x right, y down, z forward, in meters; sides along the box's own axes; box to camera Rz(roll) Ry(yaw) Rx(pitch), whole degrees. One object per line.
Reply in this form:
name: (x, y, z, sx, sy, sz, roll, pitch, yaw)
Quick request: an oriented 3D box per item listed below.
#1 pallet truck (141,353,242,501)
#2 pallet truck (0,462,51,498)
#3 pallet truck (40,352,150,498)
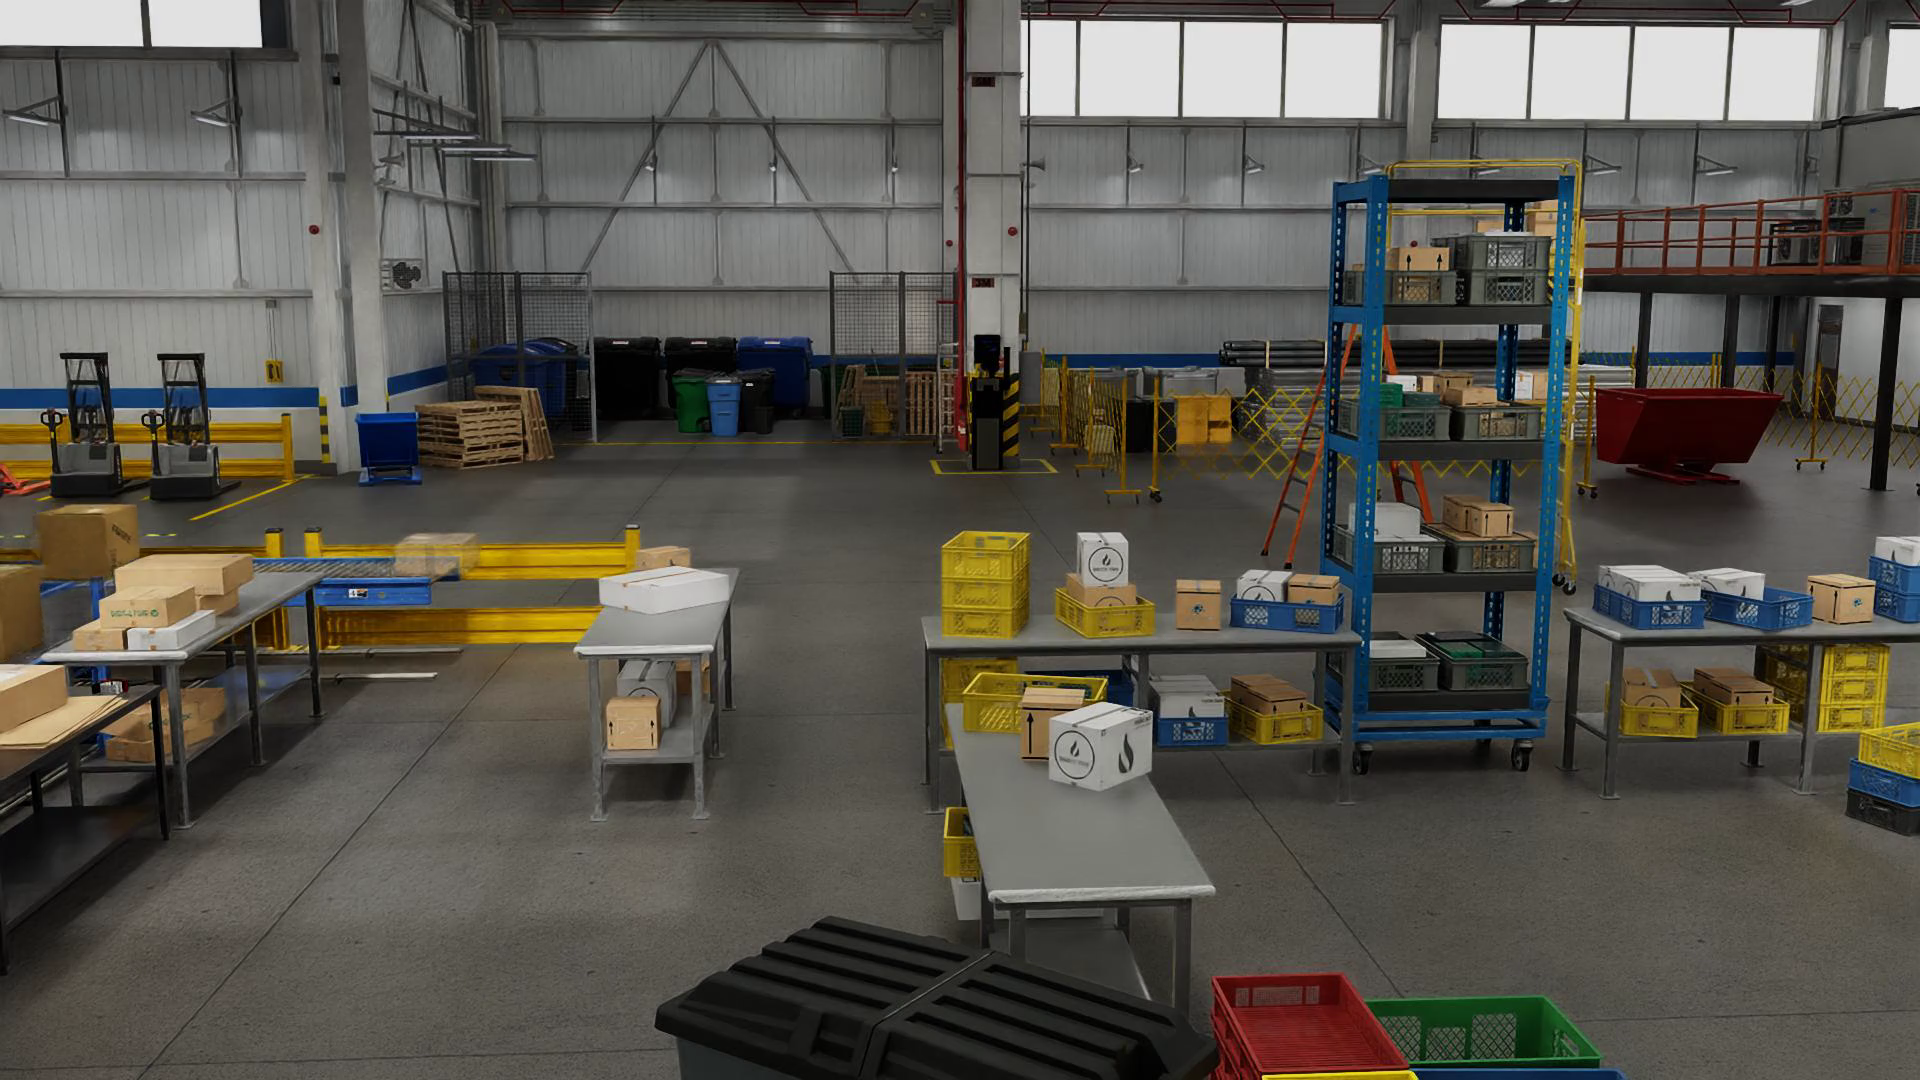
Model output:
pallet truck: (-10.520, -1.604, 22.925, 0.823, 1.965, 1.885, -1, 9, -6)
pallet truck: (-13.193, -1.293, 23.148, 0.653, 1.274, 1.630, -1, 9, -4)
pallet truck: (-11.907, -1.642, 23.165, 0.823, 1.965, 1.885, 0, 9, 0)
